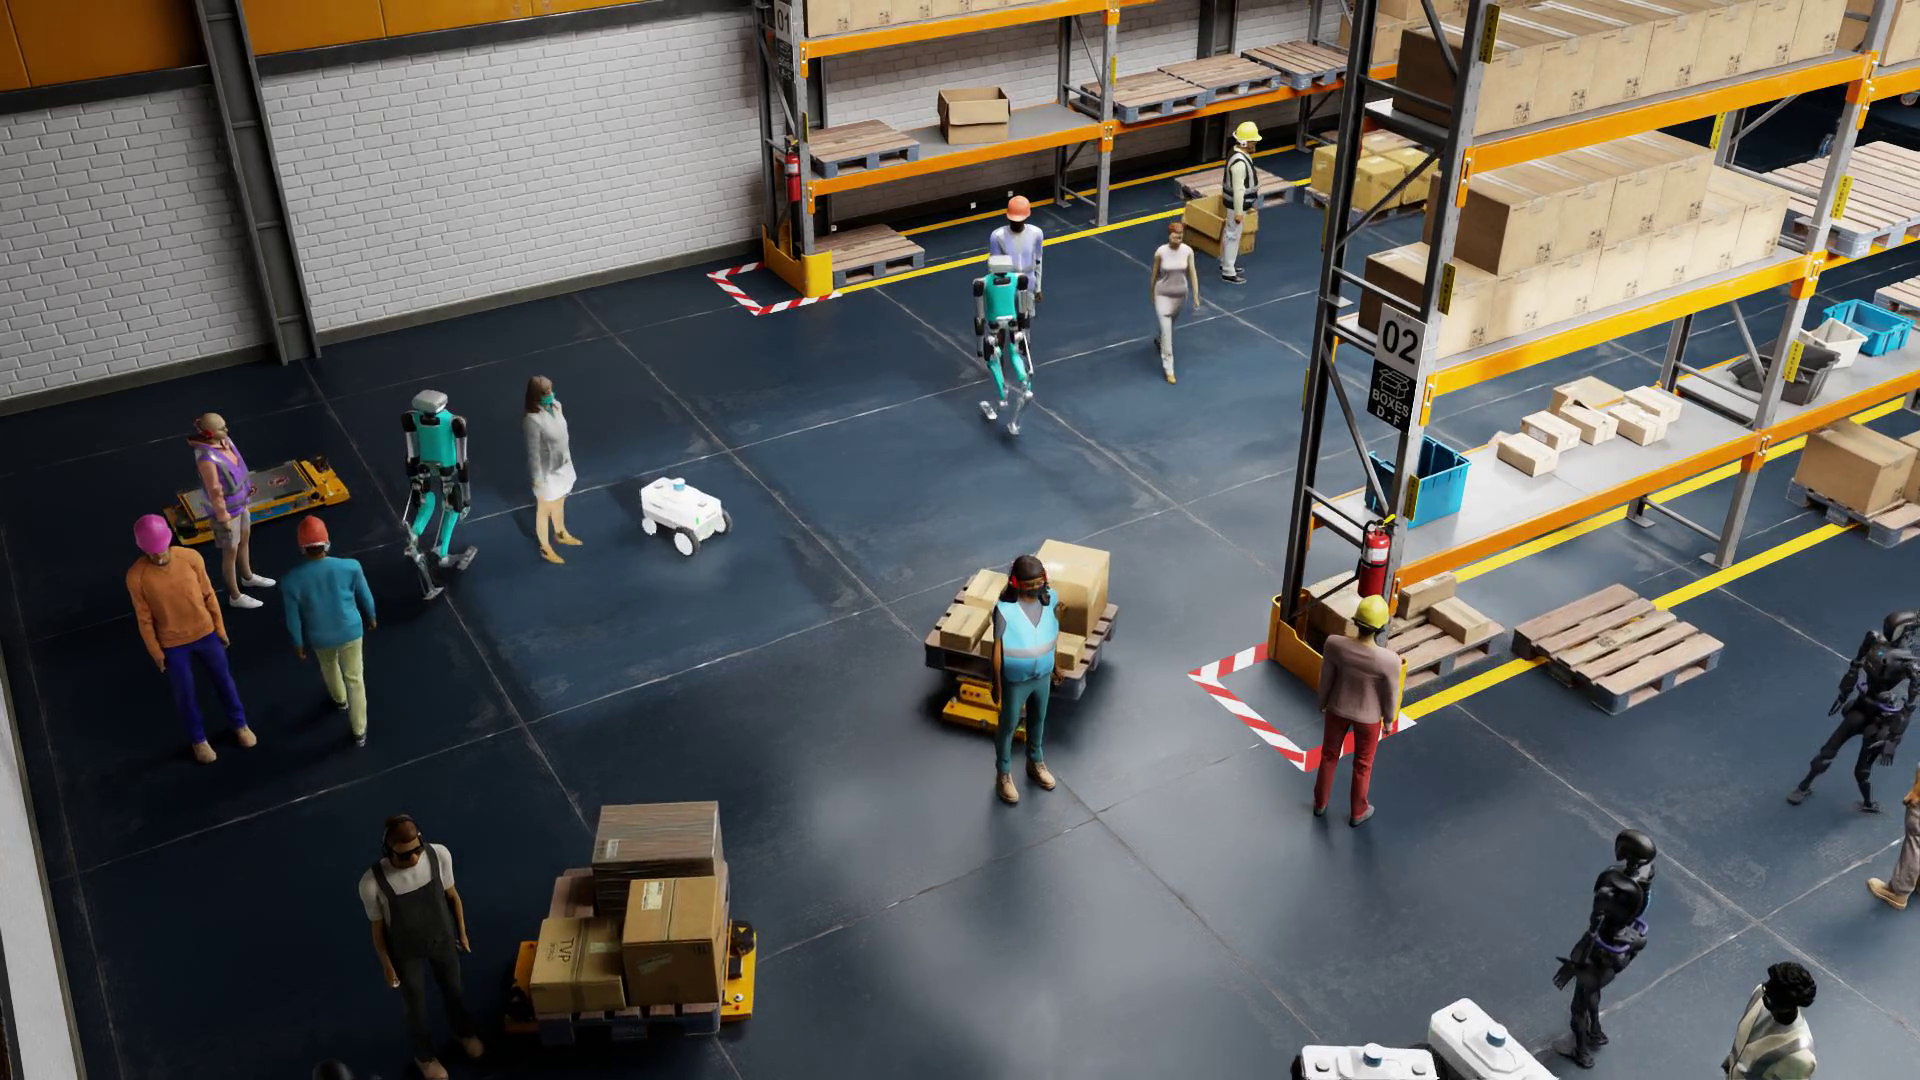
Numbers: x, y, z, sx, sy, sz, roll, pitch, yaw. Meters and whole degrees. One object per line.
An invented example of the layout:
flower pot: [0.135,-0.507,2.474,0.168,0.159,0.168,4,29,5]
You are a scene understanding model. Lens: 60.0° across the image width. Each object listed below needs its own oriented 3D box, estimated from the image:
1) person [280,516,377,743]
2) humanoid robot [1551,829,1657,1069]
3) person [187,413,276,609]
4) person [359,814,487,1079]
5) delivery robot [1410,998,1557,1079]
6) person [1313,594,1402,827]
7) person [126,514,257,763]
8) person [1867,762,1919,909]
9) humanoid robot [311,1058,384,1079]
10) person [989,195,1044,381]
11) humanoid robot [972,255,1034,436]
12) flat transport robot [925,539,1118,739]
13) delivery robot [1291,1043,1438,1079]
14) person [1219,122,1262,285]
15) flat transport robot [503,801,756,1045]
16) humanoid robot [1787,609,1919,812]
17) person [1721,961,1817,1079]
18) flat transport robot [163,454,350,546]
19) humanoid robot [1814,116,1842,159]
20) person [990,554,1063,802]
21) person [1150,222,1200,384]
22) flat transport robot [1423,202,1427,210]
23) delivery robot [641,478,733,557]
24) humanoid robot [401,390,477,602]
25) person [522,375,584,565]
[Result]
person: [-4.446,0.567,11.809,0.585,1.713,0.816,-11,34,-17]
humanoid robot: [3.546,2.252,9.169,0.590,1.659,0.332,-24,39,-33]
person: [-5.769,-0.253,13.156,0.350,1.685,0.483,0,32,0]
person: [-2.932,2.212,9.086,0.499,1.839,0.344,-22,38,-31]
delivery robot: [2.904,2.899,9.195,0.505,0.599,0.770,-17,36,-25]
person: [2.594,1.114,10.898,0.531,1.768,0.309,16,36,24]
person: [-5.322,0.662,11.431,0.518,1.971,0.404,-22,38,-31]
person: [6.037,1.511,10.253,0.481,1.775,0.325,-11,34,-17]
humanoid robot: [-2.833,3.063,7.867,0.321,1.658,0.603,18,36,26]
person: [0.565,-2.500,16.505,0.546,1.933,0.372,-7,33,-11]
humanoid robot: [0.432,-1.728,15.451,0.552,1.746,0.932,-8,33,-12]
flat transport robot: [0.435,0.955,12.561,0.659,0.231,1.431,12,34,18]
delivery robot: [2.199,2.978,9.054,0.762,0.582,0.499,1,32,2]
person: [3.135,-3.795,18.666,0.404,1.829,0.599,3,32,5]
flat transport robot: [-1.952,2.600,9.938,1.431,0.231,0.659,-2,32,-3]
humanoid robot: [5.989,1.159,10.944,0.576,1.642,0.601,-7,33,-11]
person: [3.999,2.758,8.347,0.320,1.690,0.533,0,32,0]
flat transport robot: [-6.205,-0.360,14.659,1.431,0.231,0.659,-20,37,-29]
humanoid robot: [10.056,-4.126,19.339,0.369,1.644,0.604,-5,32,-8]
person: [0.435,0.903,11.139,0.538,1.865,0.380,-16,36,-24]
person: [2.140,-2.482,16.777,0.436,1.609,0.908,-5,32,-8]
flat transport robot: [6.488,-4.393,21.090,0.659,0.231,1.431,22,38,31]
delivery robot: [-2.356,-0.234,14.199,0.796,0.606,0.499,21,38,30]
humanoid robot: [-4.180,-0.243,13.119,0.543,1.740,1.033,6,33,9]
person: [-3.370,-0.600,13.727,0.336,1.660,0.495,10,34,16]
